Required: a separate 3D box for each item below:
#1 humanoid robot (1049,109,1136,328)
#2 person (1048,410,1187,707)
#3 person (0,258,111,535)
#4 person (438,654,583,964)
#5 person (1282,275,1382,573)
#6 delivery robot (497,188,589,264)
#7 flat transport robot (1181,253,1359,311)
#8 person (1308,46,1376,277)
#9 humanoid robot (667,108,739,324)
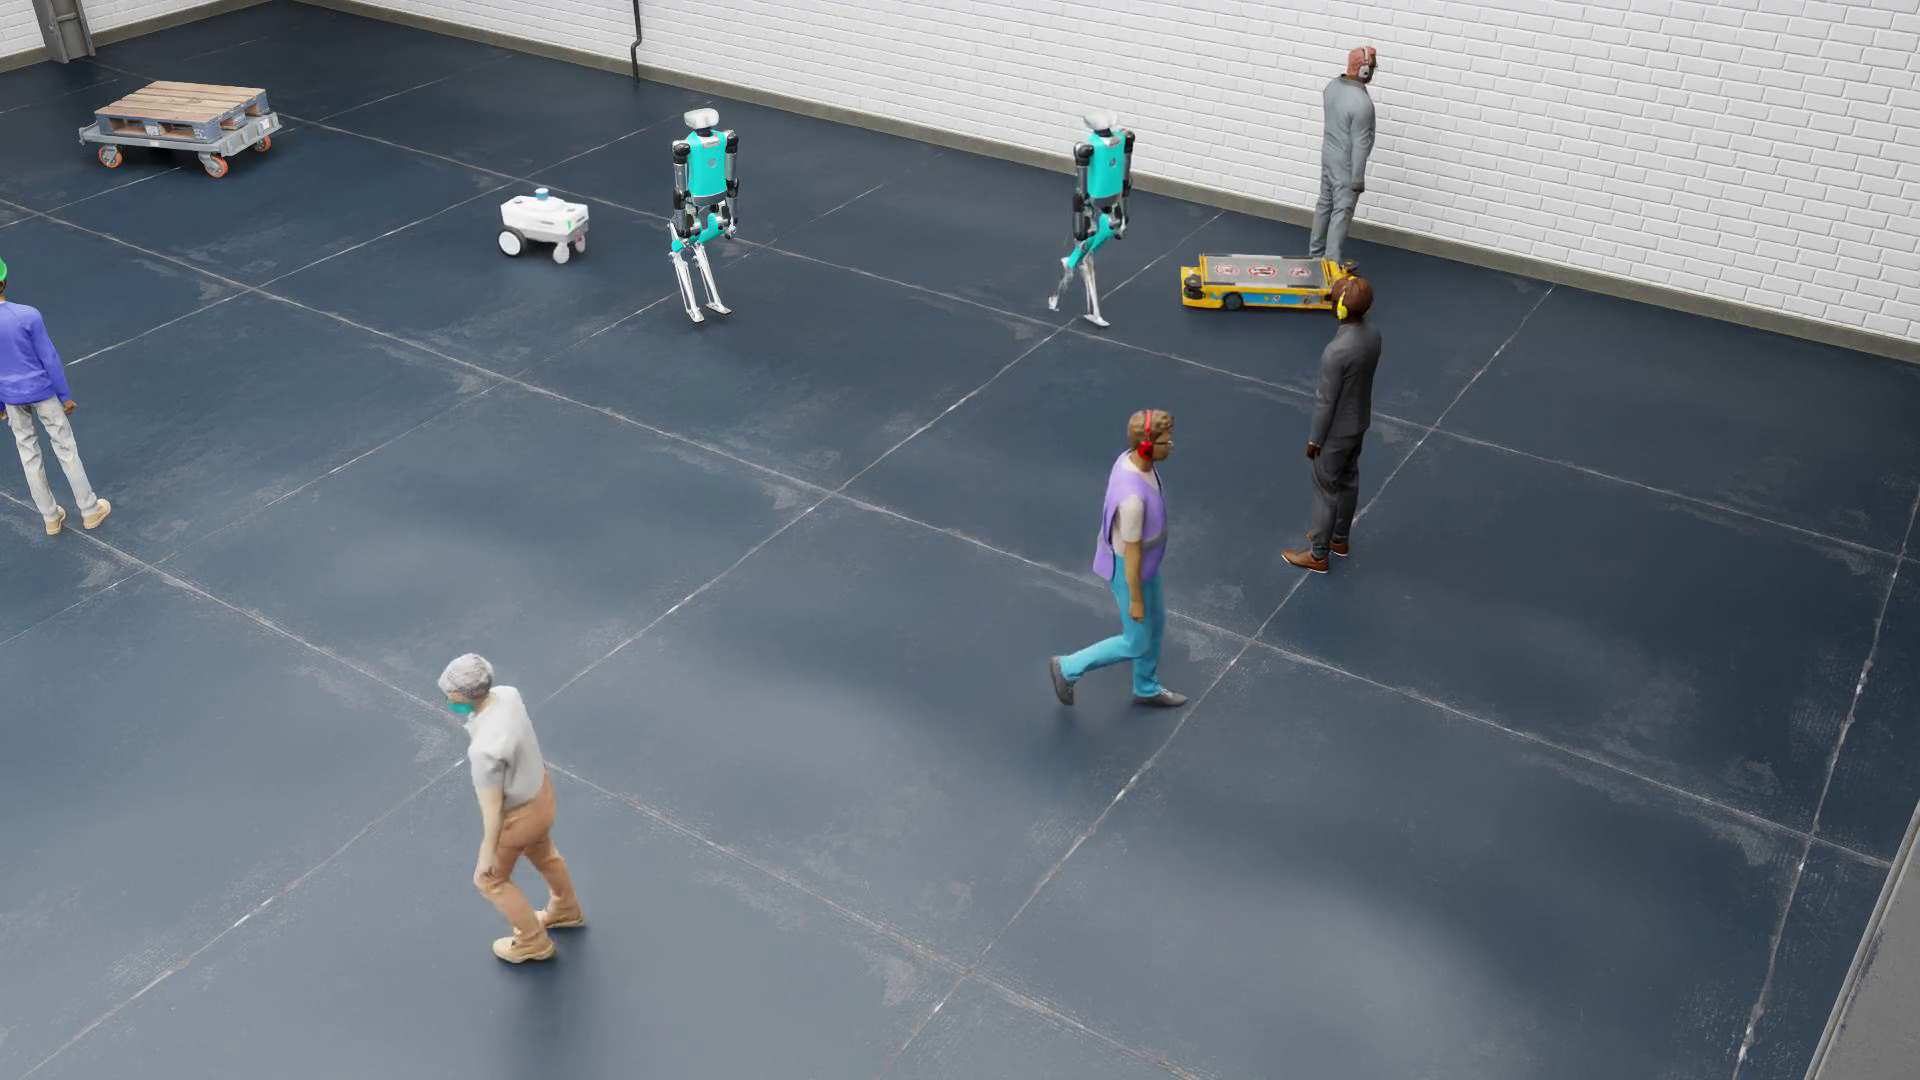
[{"bbox_3d":[0.924,-2.443,12.792,0.553,1.894,0.768,-21,38,-30],"label":"humanoid robot"},{"bbox_3d":[0.864,0.144,8.593,0.662,1.821,0.575,7,33,10],"label":"person"},{"bbox_3d":[-5.684,-0.891,10.161,0.458,1.875,0.341,-8,34,-12],"label":"person"},{"bbox_3d":[-1.920,1.170,7.108,0.437,1.711,0.553,-1,33,-2],"label":"person"},{"bbox_3d":[2.231,-0.676,9.835,0.362,1.868,0.482,27,42,35],"label":"person"},{"bbox_3d":[-3.563,-2.699,14.202,0.778,0.606,0.515,11,34,17],"label":"delivery robot"},{"bbox_3d":[2.523,-2.080,13.493,1.431,0.231,0.659,3,33,4],"label":"flat transport robot"},{"bbox_3d":[3.141,-3.060,13.515,0.401,1.900,0.644,-8,34,-12],"label":"person"},{"bbox_3d":[-2.020,-2.520,12.696,0.533,1.677,0.735,-21,38,-29],"label":"humanoid robot"}]
